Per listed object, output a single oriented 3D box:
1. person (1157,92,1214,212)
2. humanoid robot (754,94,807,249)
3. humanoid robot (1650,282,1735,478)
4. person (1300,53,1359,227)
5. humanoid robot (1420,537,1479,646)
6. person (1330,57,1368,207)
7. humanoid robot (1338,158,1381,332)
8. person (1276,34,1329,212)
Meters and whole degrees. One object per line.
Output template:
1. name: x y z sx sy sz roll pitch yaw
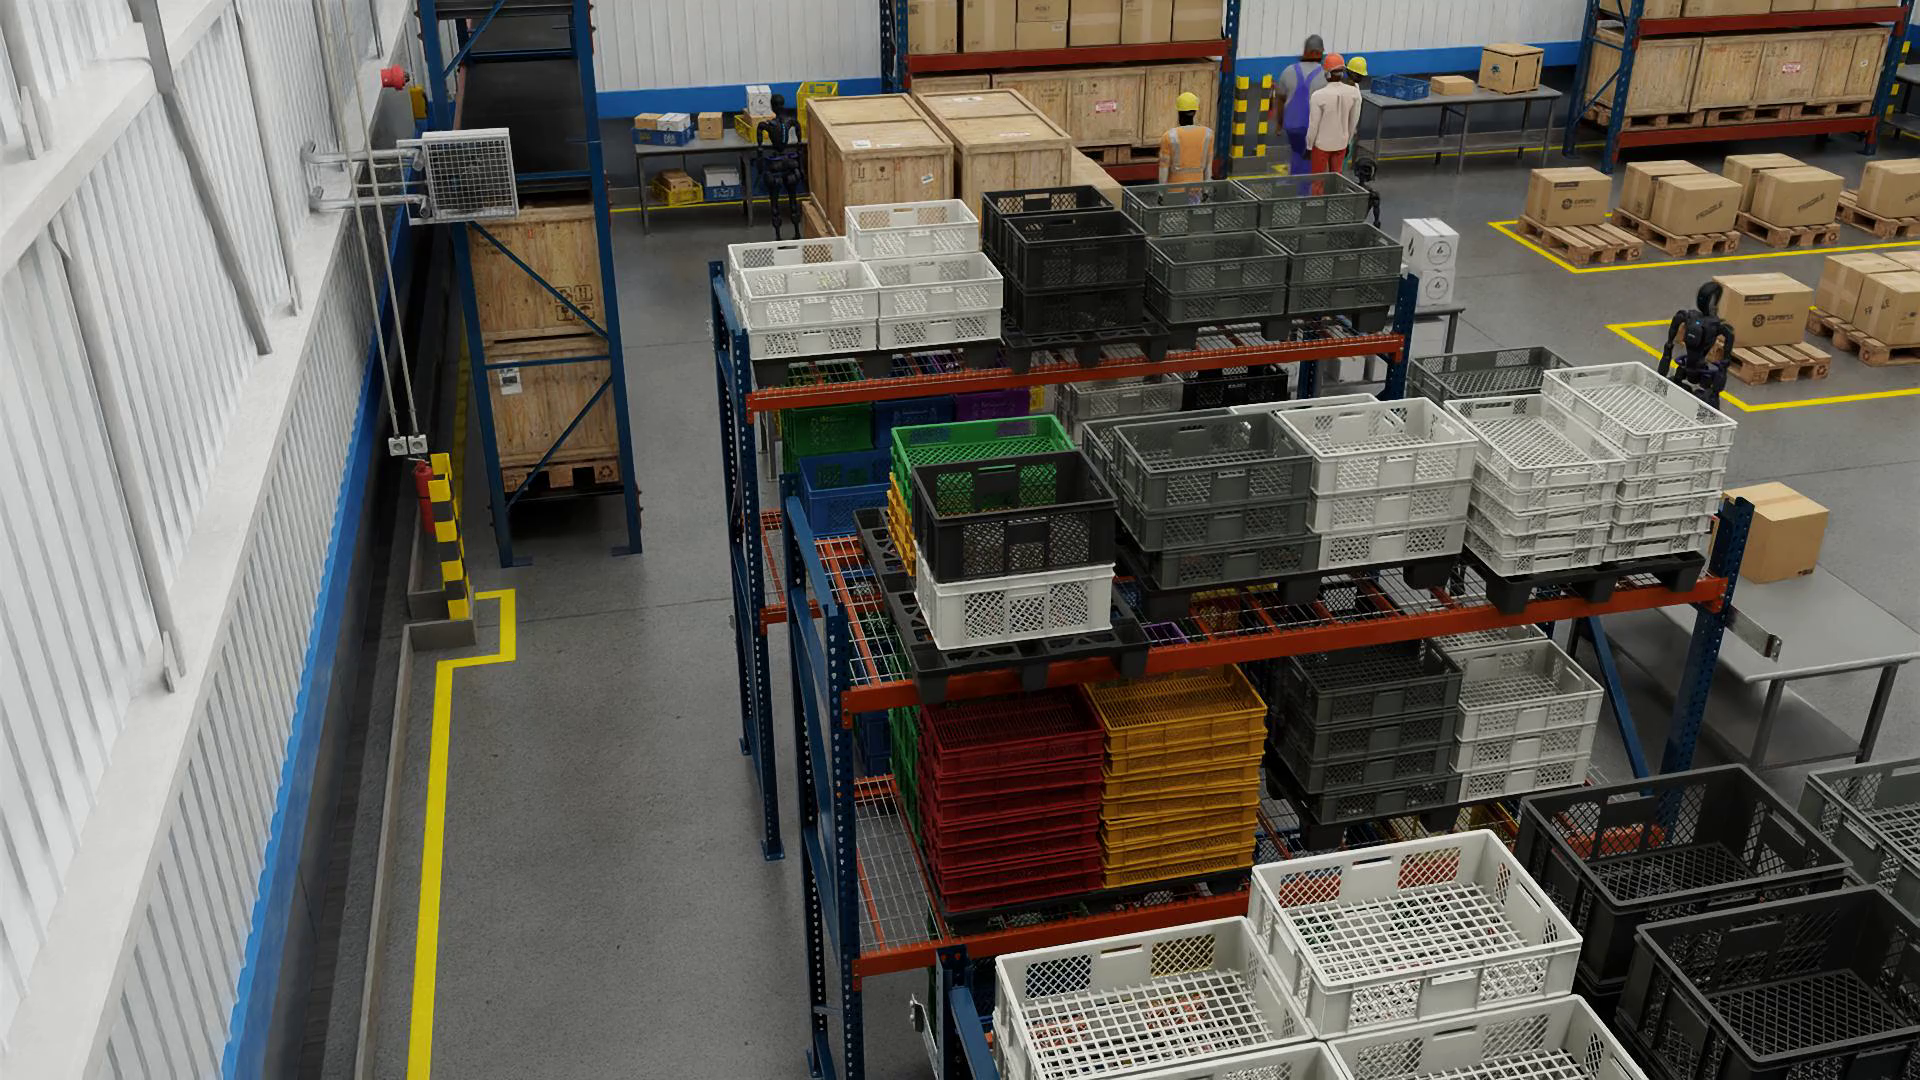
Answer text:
1. person: 2.310 -3.656 17.219 0.586 1.919 0.398 -9 29 -16
2. humanoid robot: -1.962 -4.040 18.189 0.612 1.655 0.316 -16 32 -28
3. humanoid robot: 5.630 -1.195 12.803 0.310 1.655 0.570 -18 33 -31
4. person: 4.118 -4.427 18.599 0.608 1.991 0.380 -11 30 -19
5. humanoid robot: 3.117 -0.035 10.587 0.584 1.657 0.330 -23 36 -37
6. person: 4.543 -4.771 19.500 0.325 1.759 0.524 15 31 25
7. humanoid robot: 3.772 -2.835 15.903 0.320 1.653 0.611 -16 32 -28
8. person: 4.071 -4.861 19.371 0.738 2.000 0.567 18 33 30
